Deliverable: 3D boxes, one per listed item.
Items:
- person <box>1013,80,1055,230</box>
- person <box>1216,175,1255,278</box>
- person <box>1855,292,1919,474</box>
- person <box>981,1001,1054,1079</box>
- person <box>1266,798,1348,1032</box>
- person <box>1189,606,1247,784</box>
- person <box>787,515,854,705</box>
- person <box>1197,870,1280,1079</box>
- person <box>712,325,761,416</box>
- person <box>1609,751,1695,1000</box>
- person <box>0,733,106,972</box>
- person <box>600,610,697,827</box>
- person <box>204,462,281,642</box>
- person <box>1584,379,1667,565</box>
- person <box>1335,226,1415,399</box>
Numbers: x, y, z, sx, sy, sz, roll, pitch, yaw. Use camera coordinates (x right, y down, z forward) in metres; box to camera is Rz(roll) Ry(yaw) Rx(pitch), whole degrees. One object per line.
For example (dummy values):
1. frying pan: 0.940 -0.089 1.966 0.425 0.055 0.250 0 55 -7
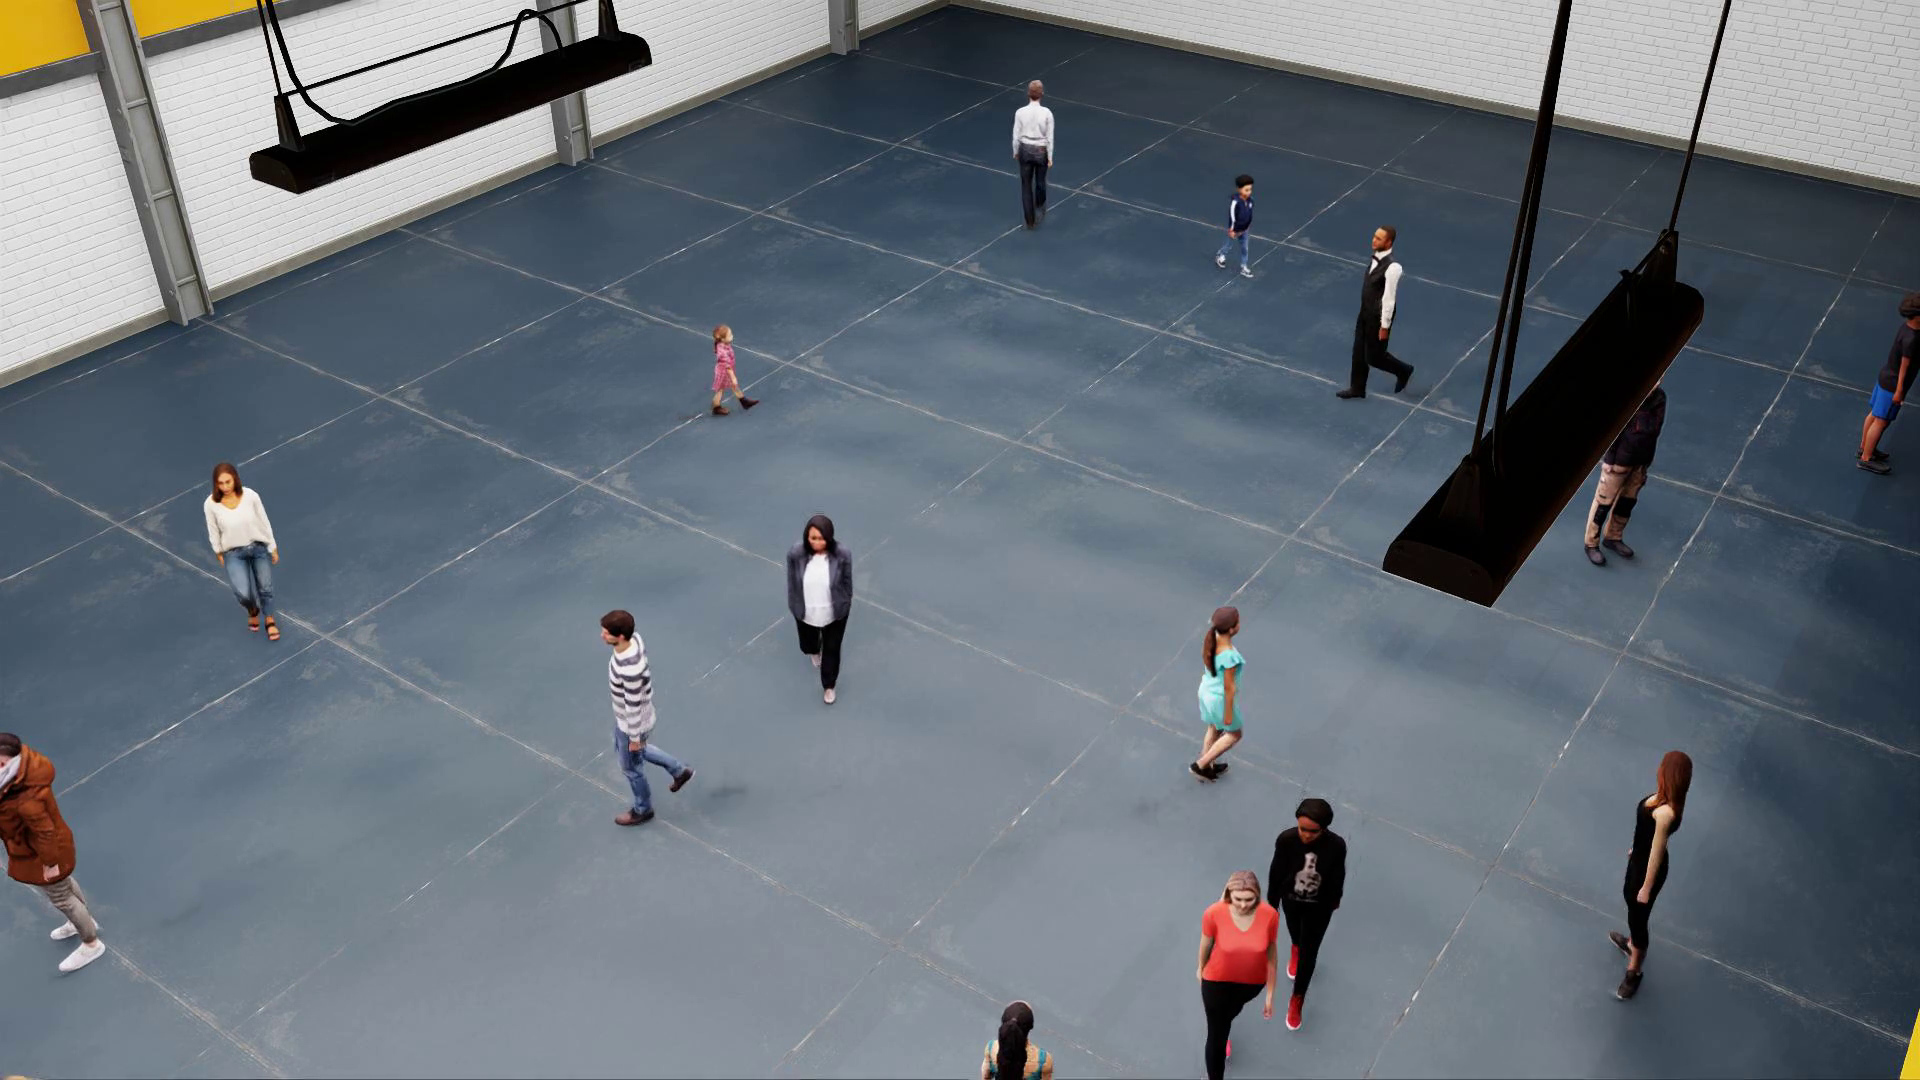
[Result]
1. person: 0.899 -4.757 20.658 1.018 1.783 1.222 4 34 6
2. person: 3.264 -3.727 19.628 0.835 1.207 0.797 -16 37 -23
3. person: 8.859 -1.514 15.760 0.709 1.804 0.600 13 36 19
4. person: 0.270 3.128 8.907 0.752 1.661 0.945 9 35 13
5. person: 2.173 2.167 10.371 0.781 1.639 1.041 10 35 15
6. person: 1.812 1.152 11.981 0.742 1.550 0.685 -12 35 -17
7. person: -1.078 0.489 12.947 0.919 1.583 0.999 -1 34 -2
8. person: 1.614 2.524 9.827 1.011 1.648 1.137 -2 34 -3
9. person: -2.418 -1.693 16.754 0.754 1.002 0.686 -7 34 -10
10. person: 4.334 2.101 10.418 0.833 1.697 0.563 7 34 10
11. person: -5.806 1.928 10.551 0.824 1.839 0.812 -20 39 -28
12. person: -2.193 1.219 11.622 0.989 1.834 0.923 -7 34 -10
13. person: -5.803 0.049 13.528 0.719 1.673 0.806 -15 36 -21
14. person: 5.801 -0.707 14.438 0.748 1.925 0.852 -12 35 -17
15. person: 4.303 -2.284 16.833 1.126 1.900 1.075 -5 34 -7
